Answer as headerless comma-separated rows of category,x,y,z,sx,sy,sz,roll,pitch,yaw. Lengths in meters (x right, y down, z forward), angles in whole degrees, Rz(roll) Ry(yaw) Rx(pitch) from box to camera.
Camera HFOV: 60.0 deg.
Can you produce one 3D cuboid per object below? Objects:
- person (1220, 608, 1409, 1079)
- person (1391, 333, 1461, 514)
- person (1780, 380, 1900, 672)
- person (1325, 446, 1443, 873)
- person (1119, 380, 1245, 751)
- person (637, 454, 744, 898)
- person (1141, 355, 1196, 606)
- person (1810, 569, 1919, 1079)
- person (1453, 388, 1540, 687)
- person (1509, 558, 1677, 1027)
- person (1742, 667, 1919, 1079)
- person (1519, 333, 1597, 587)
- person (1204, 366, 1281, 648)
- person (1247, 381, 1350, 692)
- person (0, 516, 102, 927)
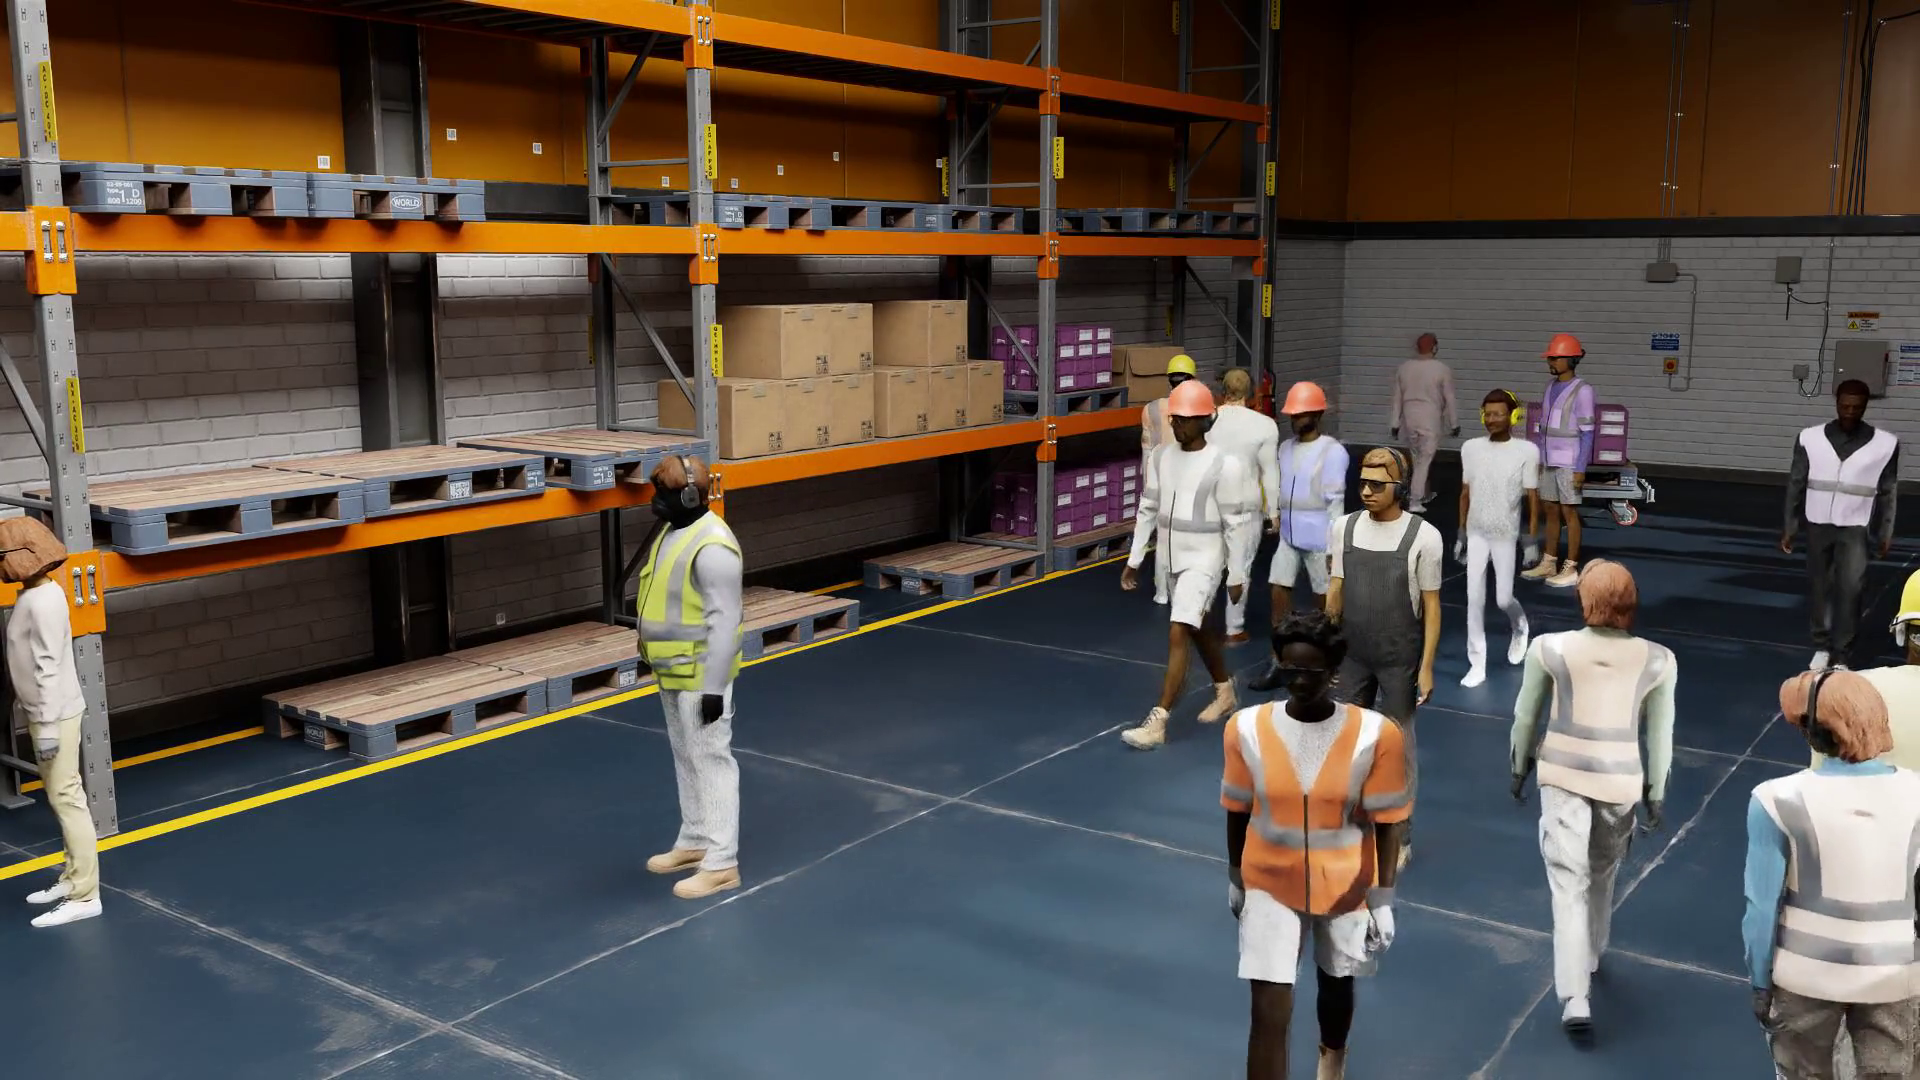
person,1.016,1.000,4.838,0.536,1.652,0.857,3,10,15
person,4.943,-1.230,17.462,0.933,1.867,0.655,-9,13,-43
person,5.486,-0.053,10.424,0.602,1.884,0.875,7,12,35
person,1.806,0.511,7.179,0.516,1.843,0.327,7,12,38
person,1.255,0.115,9.141,1.070,1.993,0.614,-7,12,-37
person,-1.123,0.556,6.929,0.429,1.840,0.633,-5,11,-28
person,1.669,-0.444,12.654,0.585,1.917,0.381,2,10,10
person,2.645,0.953,4.583,0.587,1.833,0.404,7,12,36
person,3.363,-0.031,10.401,0.517,1.853,0.694,7,12,37
person,2.201,0.863,5.817,0.523,1.601,0.846,2,10,12
person,2.240,1.128,4.178,0.530,1.610,0.627,2,10,11
person,4.850,-0.641,13.449,0.390,2.045,0.607,-2,10,-14
person,1.841,-0.211,11.228,0.634,1.923,0.473,6,11,32
person,2.191,-0.030,10.238,0.894,1.908,0.555,-7,12,-35
person,-3.640,0.712,6.630,0.270,1.627,0.503,-6,12,-34
